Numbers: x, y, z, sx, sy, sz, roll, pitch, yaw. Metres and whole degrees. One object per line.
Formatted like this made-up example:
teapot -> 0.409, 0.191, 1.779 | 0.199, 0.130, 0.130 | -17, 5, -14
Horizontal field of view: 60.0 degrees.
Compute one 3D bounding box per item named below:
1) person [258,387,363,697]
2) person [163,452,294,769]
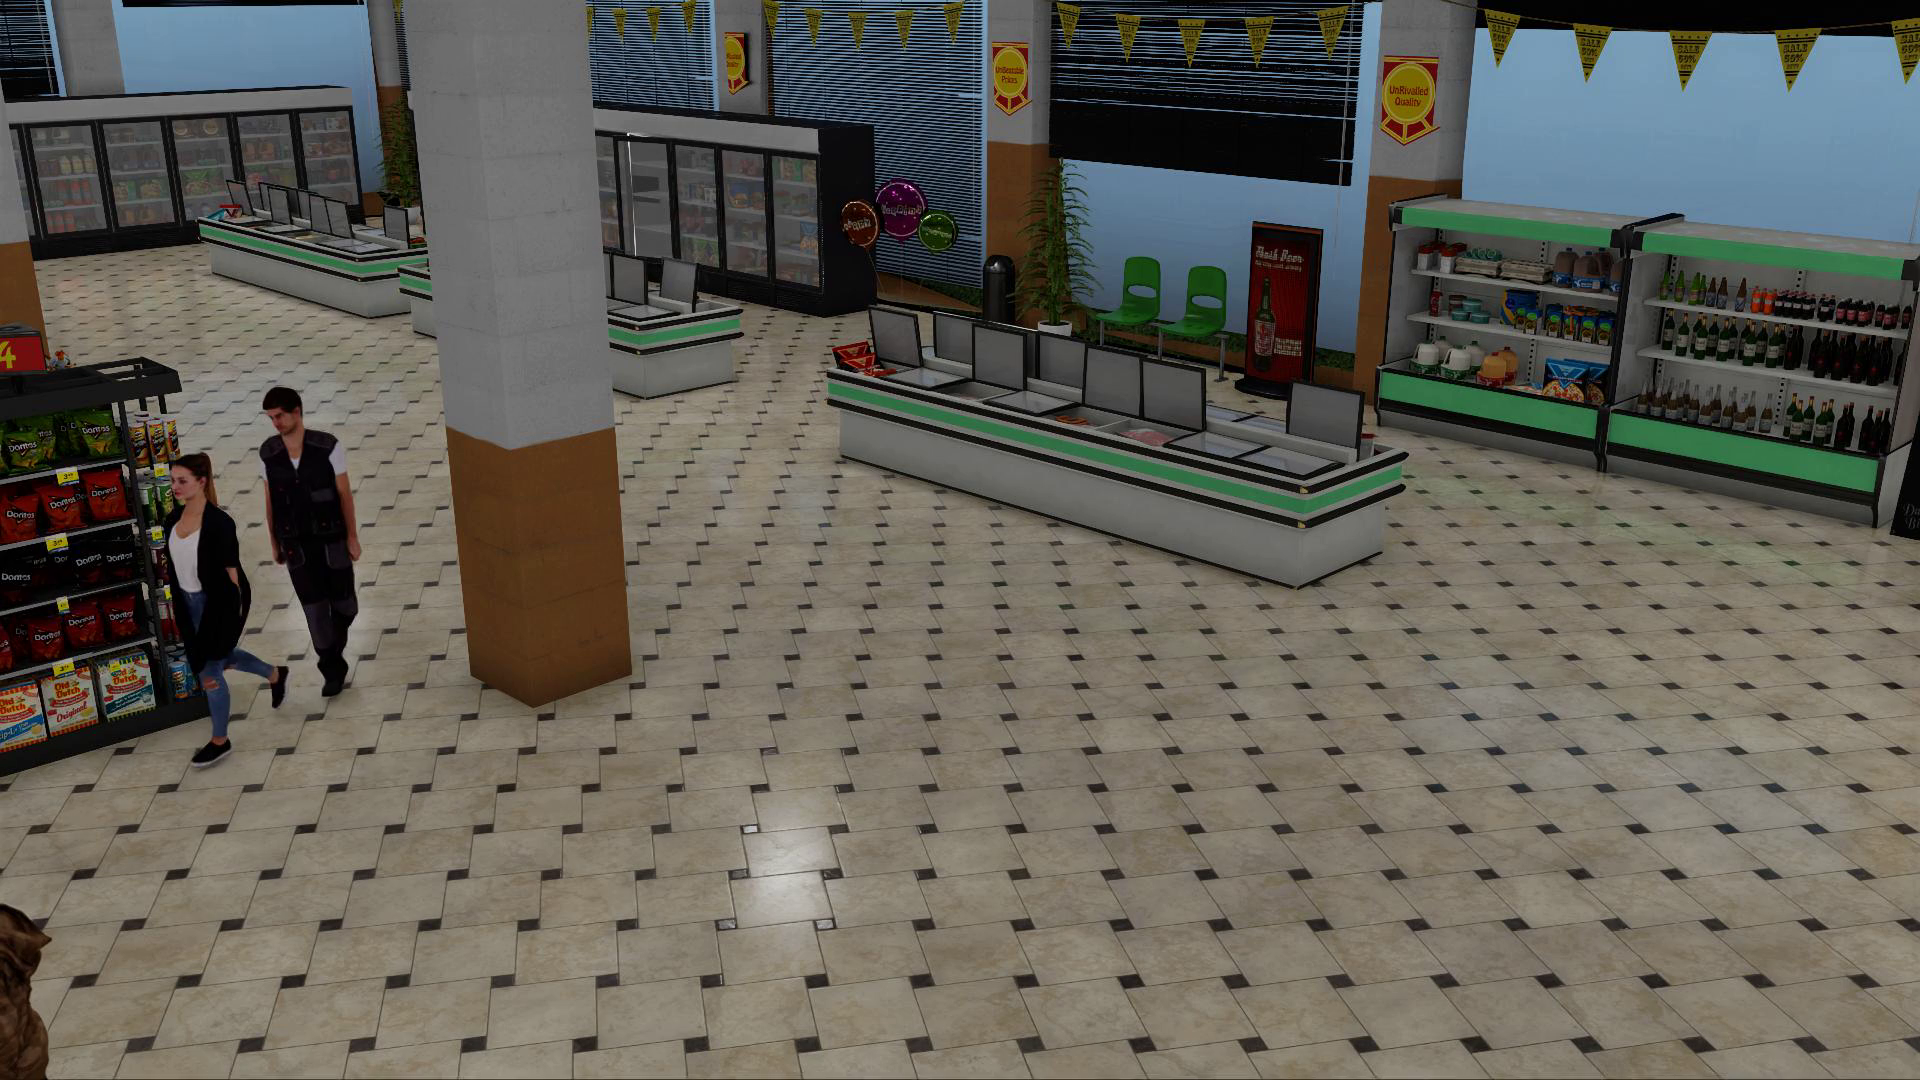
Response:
person -> -3.786, -0.025, 9.785 | 1.017, 1.809, 1.170 | -5, 19, -13
person -> -3.952, 0.335, 8.954 | 1.074, 1.659, 0.932 | 8, 20, 23
